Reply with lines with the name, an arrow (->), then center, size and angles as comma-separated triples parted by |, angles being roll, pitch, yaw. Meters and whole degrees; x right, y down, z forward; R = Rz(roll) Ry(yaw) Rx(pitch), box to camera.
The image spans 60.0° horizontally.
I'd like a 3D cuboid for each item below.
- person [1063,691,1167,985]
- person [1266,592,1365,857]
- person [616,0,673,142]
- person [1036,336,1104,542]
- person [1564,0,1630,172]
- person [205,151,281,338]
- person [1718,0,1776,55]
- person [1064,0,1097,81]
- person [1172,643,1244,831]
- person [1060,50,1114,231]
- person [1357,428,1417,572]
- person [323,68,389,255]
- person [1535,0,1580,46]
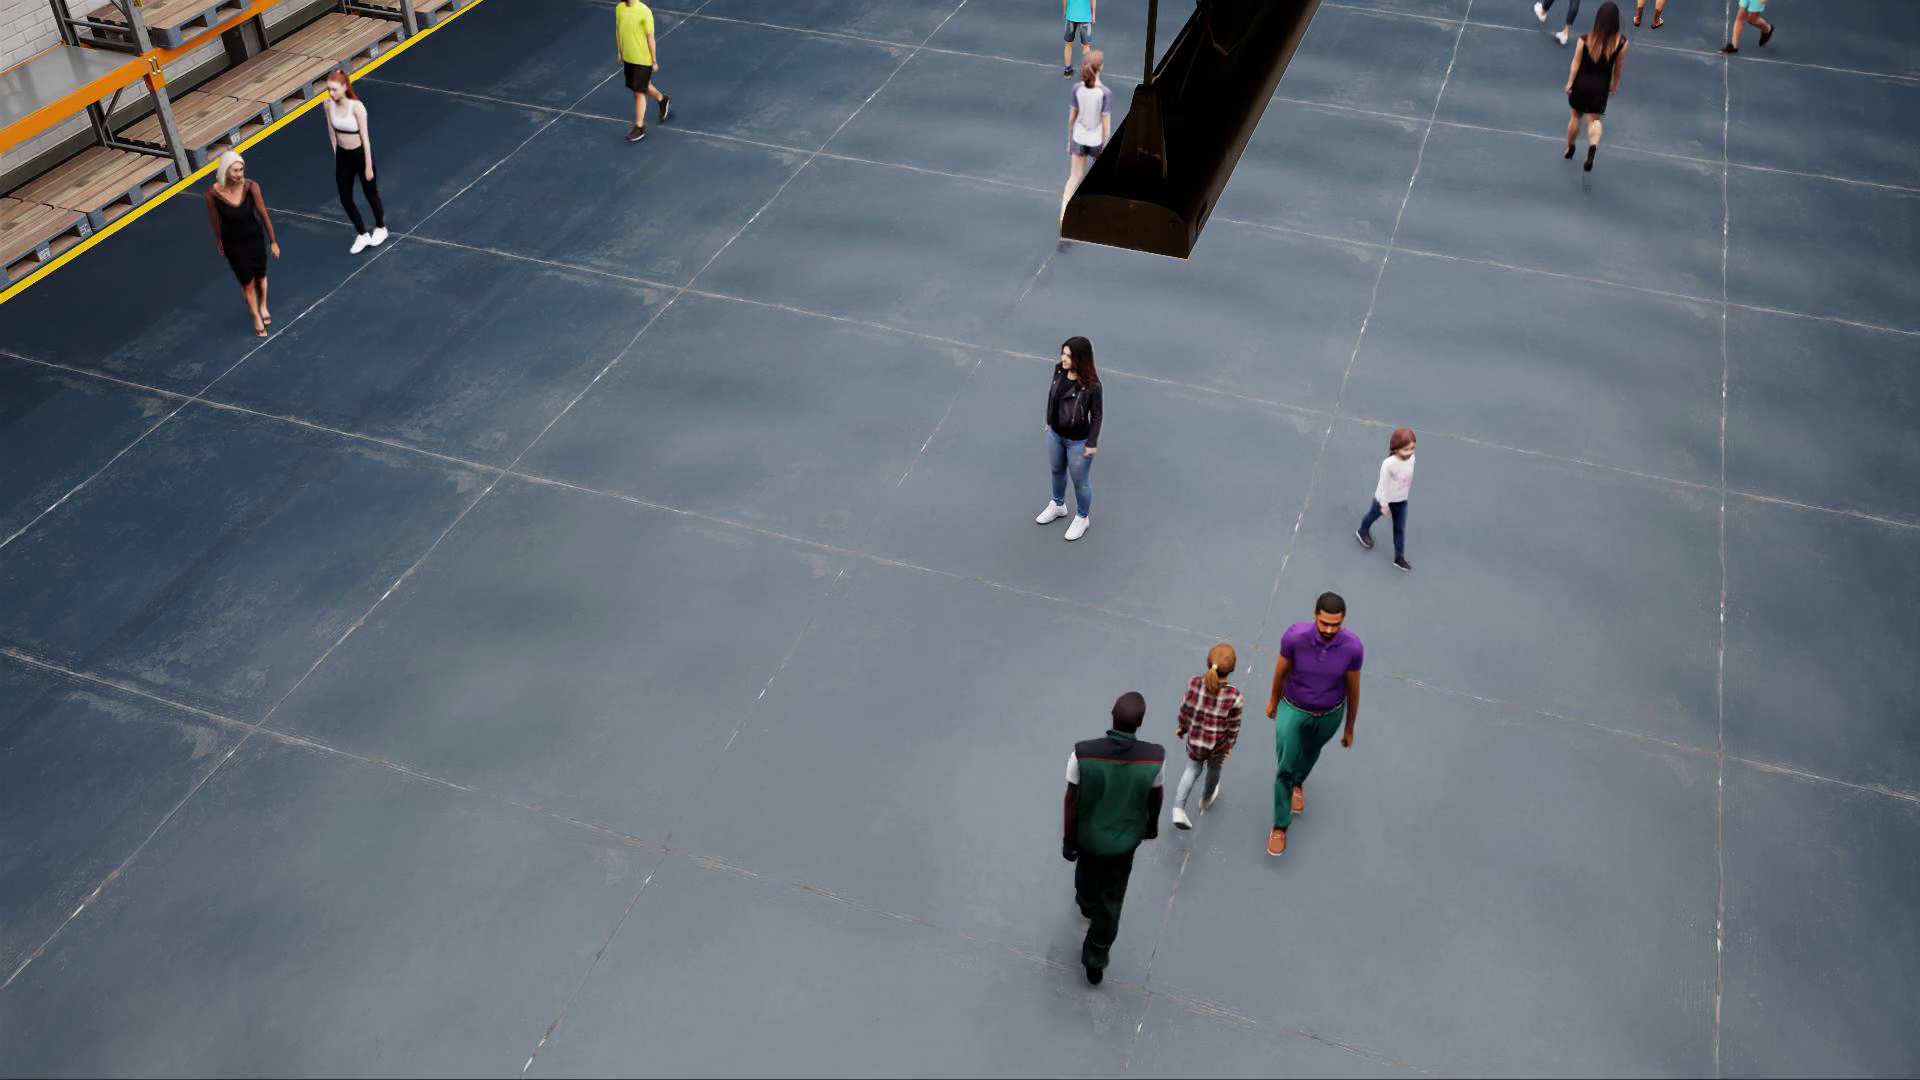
person -> 0.766, 1.638, 8.857 | 0.810, 1.784, 1.042 | -1, 39, -1
person -> 2.060, 0.933, 9.766 | 0.781, 1.749, 1.002 | 5, 39, 6
person -> -3.307, -5.065, 17.330 | 0.806, 1.683, 1.102 | 23, 44, 26
person -> 0.803, -0.757, 11.975 | 0.712, 1.635, 0.719 | -31, 48, -33
person -> 6.303, -4.458, 16.562 | 0.756, 1.693, 1.014 | 6, 39, 7
person -> -6.119, -2.545, 14.165 | 0.815, 1.695, 0.868 | -15, 41, -17
person -> 9.167, -6.309, 18.996 | 0.921, 1.548, 0.908 | -11, 40, -13
person -> 1.323, -5.852, 18.503 | 0.511, 1.449, 0.472 | 13, 40, 16
person -> 1.445, 1.210, 9.796 | 0.589, 1.280, 0.818 | 18, 42, 22
person -> 1.181, -3.690, 15.559 | 0.591, 1.745, 0.994 | 15, 41, 18
person -> 3.051, -0.349, 11.903 | 0.746, 1.086, 0.833 | -13, 41, -16
person -> -5.535, -3.546, 15.390 | 0.637, 1.731, 0.738 | 10, 40, 12
person -> 7.111, -6.626, 19.211 | 0.897, 1.776, 1.191 | -1, 39, -1
